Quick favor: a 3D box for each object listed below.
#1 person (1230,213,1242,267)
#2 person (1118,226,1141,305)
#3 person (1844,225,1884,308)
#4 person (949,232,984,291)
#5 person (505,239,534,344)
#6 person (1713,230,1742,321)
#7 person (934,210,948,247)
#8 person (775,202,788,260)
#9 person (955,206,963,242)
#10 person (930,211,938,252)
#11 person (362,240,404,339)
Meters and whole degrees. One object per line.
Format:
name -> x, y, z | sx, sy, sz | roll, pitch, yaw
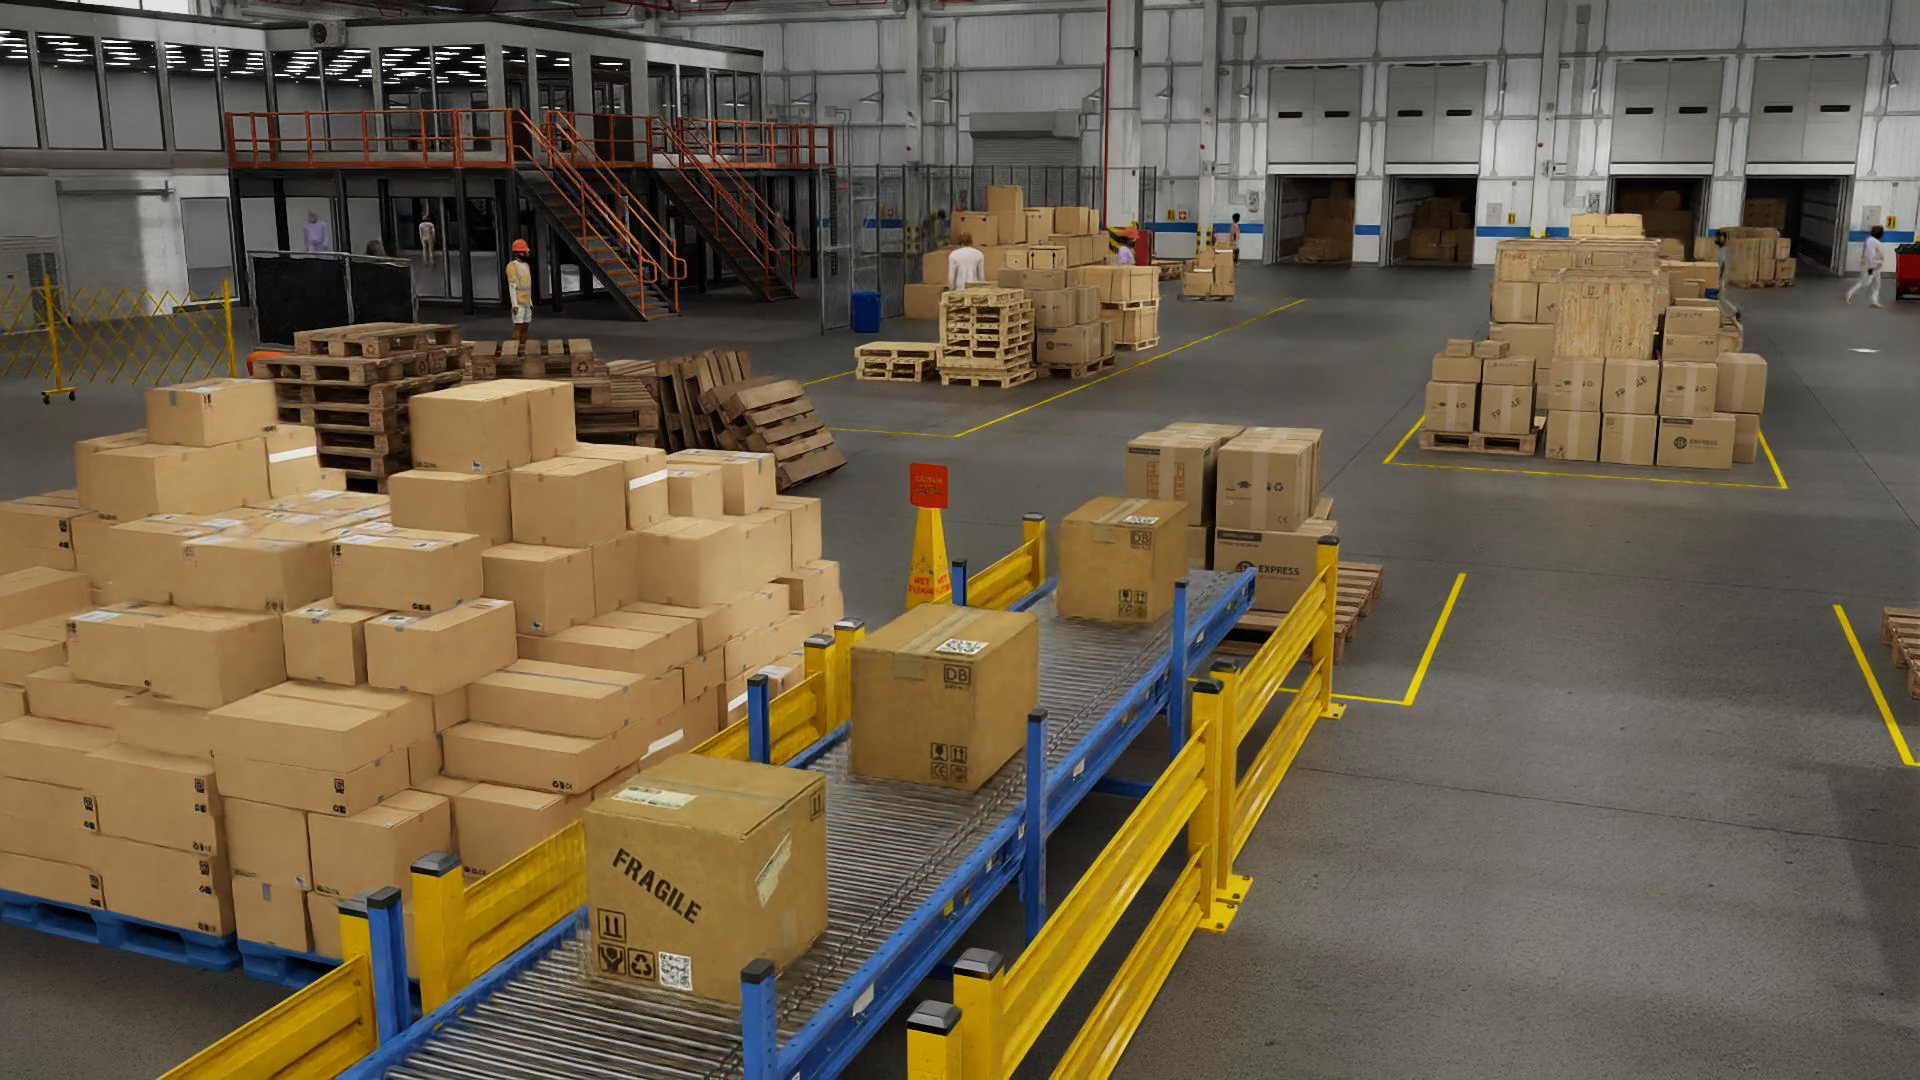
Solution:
person -> 8.505, -9.367, 51.951 | 0.601, 1.676, 0.541 | 1, 13, 3
person -> 3.045, -4.543, 29.519 | 0.748, 2.010, 0.630 | 3, 13, 12
person -> 19.928, -5.996, 36.485 | 0.634, 1.818, 0.720 | -12, 17, -43
person -> 0.111, -4.375, 28.942 | 0.635, 1.936, 0.354 | -3, 13, -12
person -> -6.852, -3.729, 26.045 | 0.354, 1.939, 0.544 | 3, 13, 14
person -> 14.880, -5.110, 32.464 | 0.771, 1.846, 0.531 | 1, 13, 5
person -> -0.551, -8.894, 49.478 | 0.447, 1.829, 0.633 | -3, 13, -13
person -> -6.115, -10.360, 55.823 | 0.793, 1.914, 0.636 | 10, 16, 38
person -> -0.008, -8.461, 47.142 | 0.622, 1.994, 0.381 | 4, 13, 19
person -> -0.843, -9.120, 50.657 | 0.464, 1.753, 0.526 | -4, 13, -18
person -> -8.441, -3.420, 24.425 | 0.972, 2.000, 0.682 | 10, 16, 38
